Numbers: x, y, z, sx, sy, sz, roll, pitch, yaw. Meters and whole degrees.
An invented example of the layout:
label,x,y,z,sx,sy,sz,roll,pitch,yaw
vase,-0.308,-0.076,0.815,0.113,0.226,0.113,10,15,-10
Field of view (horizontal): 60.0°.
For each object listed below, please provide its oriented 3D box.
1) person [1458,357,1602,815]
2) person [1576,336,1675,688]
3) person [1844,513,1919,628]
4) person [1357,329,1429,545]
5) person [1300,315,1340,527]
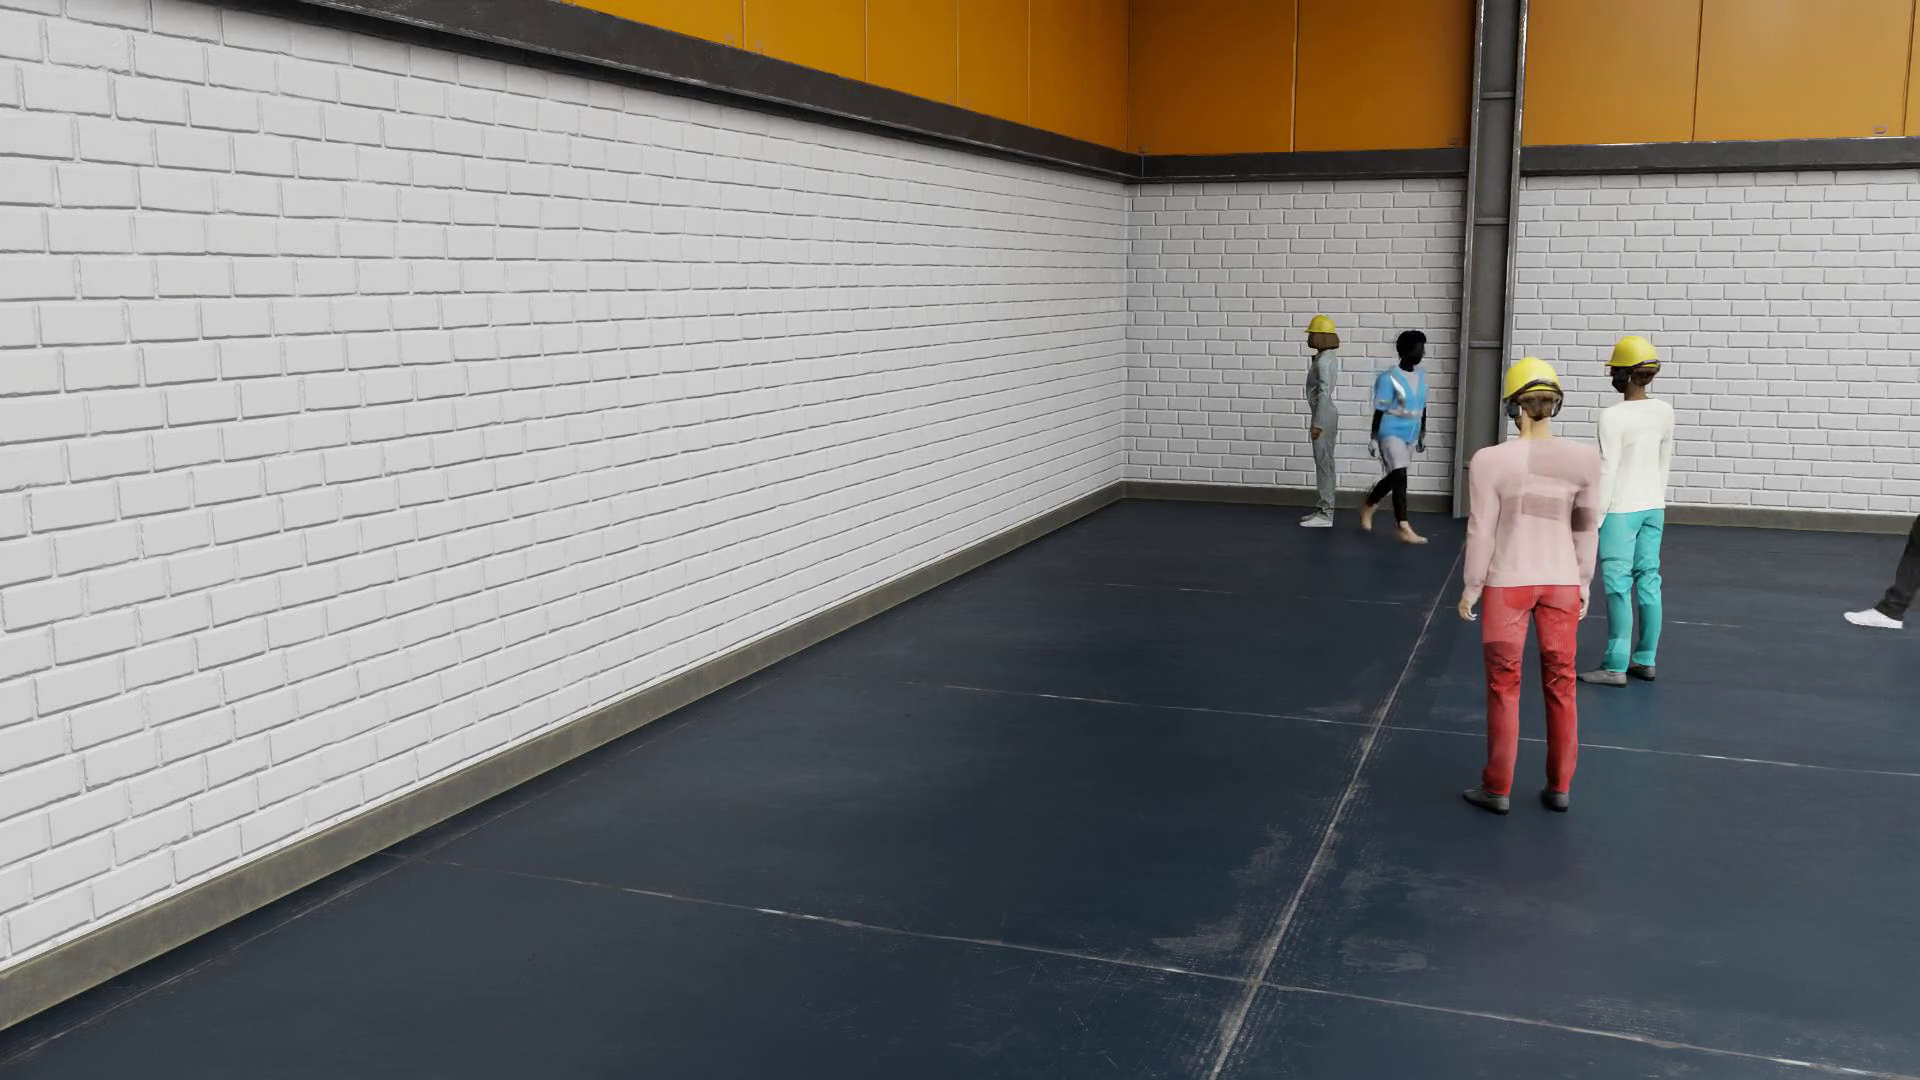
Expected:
label,x,y,z,sx,sy,sz,roll,pitch,yaw
person,2.179,0.183,6.399,0.523,1.760,0.328,-1,9,-4
person,3.361,-0.140,8.394,0.524,1.769,0.316,-5,10,-30
person,5.757,-0.371,9.546,0.988,1.872,0.604,7,11,37
person,3.378,-0.828,13.041,0.547,1.663,0.822,-6,11,-34
person,2.969,-0.979,13.736,0.300,1.745,0.483,3,9,17
